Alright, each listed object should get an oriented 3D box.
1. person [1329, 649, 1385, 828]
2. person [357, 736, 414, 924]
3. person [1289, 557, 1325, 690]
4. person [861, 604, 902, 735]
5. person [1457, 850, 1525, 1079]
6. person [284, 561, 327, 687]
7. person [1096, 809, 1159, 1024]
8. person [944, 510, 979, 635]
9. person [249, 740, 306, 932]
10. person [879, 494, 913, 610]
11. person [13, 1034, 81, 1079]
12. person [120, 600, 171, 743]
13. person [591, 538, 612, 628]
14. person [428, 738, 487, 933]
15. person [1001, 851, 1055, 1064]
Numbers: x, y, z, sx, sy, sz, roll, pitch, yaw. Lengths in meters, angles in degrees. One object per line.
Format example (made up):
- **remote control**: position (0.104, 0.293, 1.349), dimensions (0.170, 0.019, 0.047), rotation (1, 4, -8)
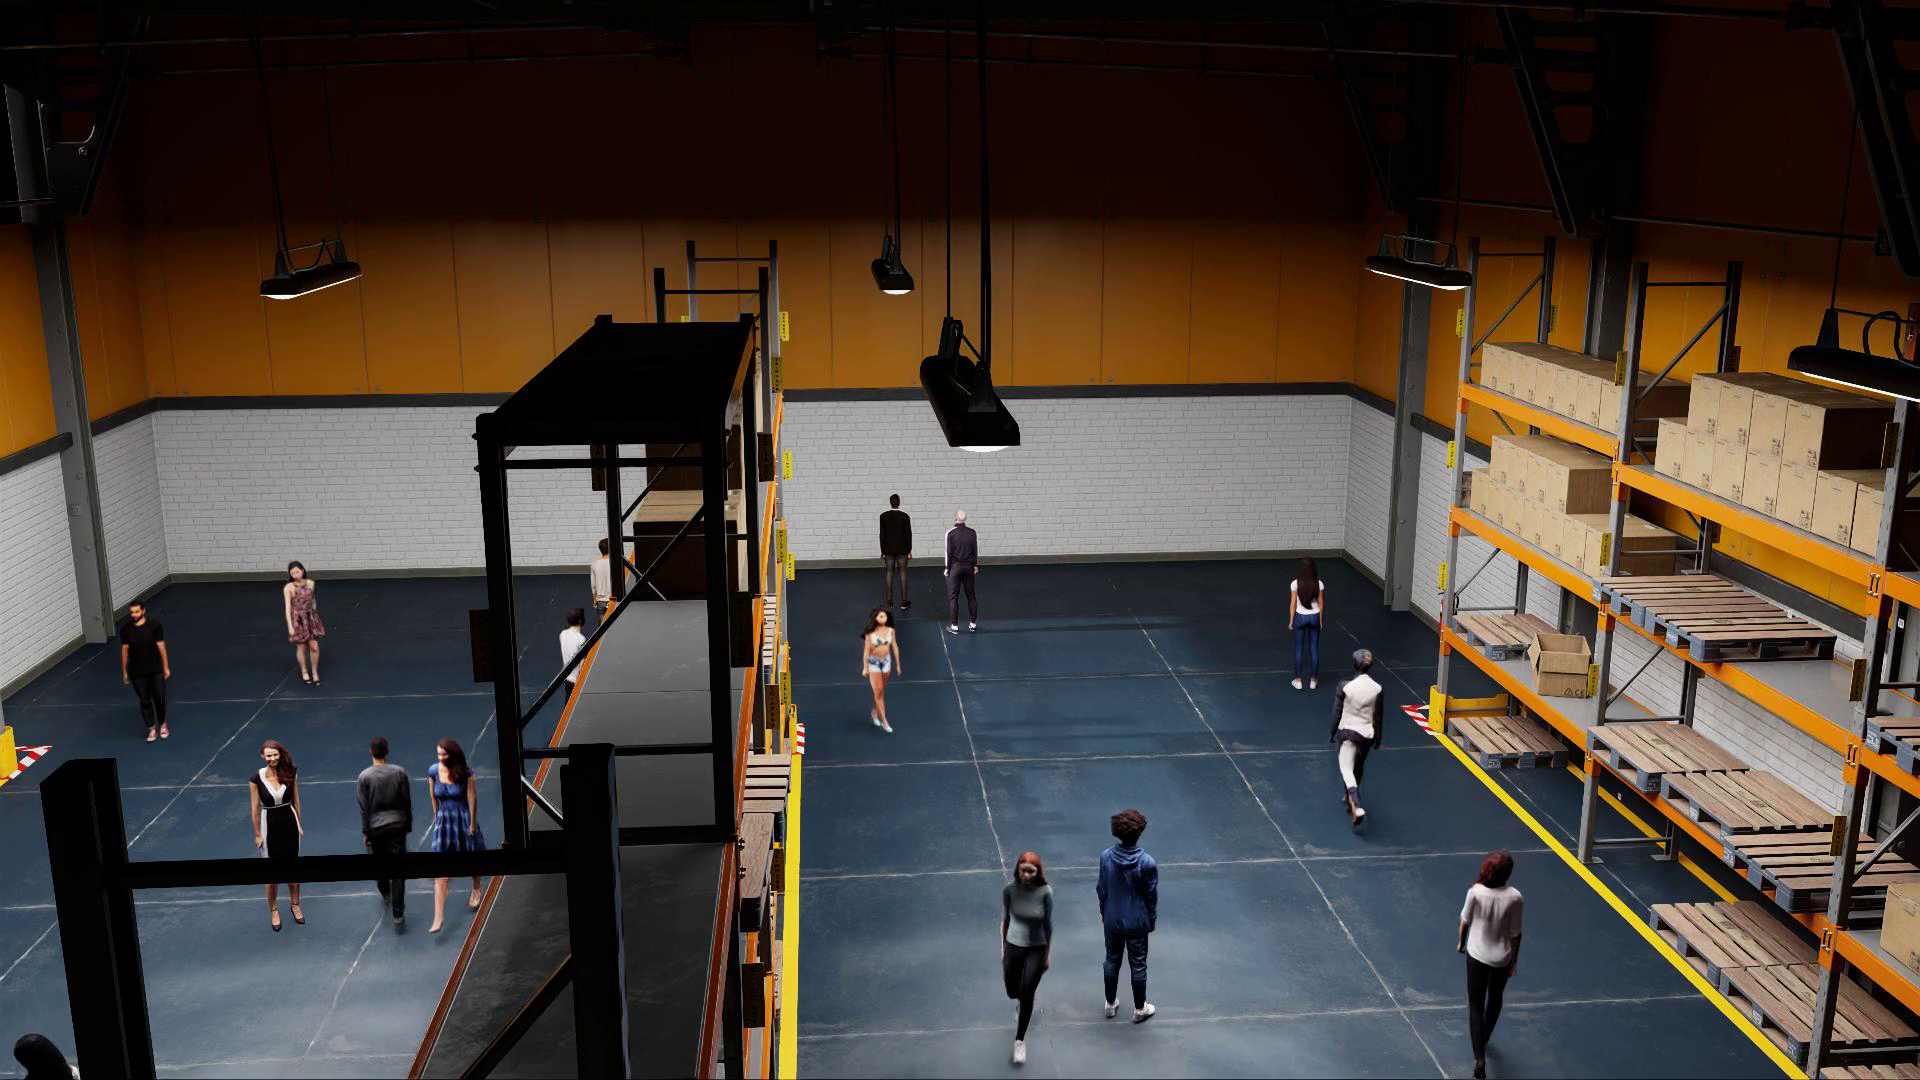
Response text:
- **person**: position (4.198, 2.106, 17.570), dimensions (0.711, 1.865, 1.158), rotation (-1, 14, -2)
- **person**: position (-5.285, 2.714, 15.381), dimensions (0.819, 1.715, 1.211), rotation (-5, 14, -20)
- **person**: position (4.578, 1.091, 21.957), dimensions (0.617, 1.774, 0.555), rotation (1, 14, 3)
- **person**: position (-1.021, 1.553, 20.427), dimensions (0.818, 1.596, 1.008), rotation (-8, 16, -29)
- **person**: position (4.084, 3.308, 12.843), dimensions (0.803, 1.755, 1.175), rotation (2, 14, 9)
- **person**: position (-8.675, 1.112, 21.952), dimensions (0.905, 1.735, 0.828), rotation (12, 18, 41)
- **person**: position (1.373, 3.083, 13.671), dimensions (0.755, 1.803, 0.744), rotation (6, 15, 23)
- **person**: position (0.017, 0.456, 24.451), dimensions (0.748, 1.834, 0.686), rotation (-5, 15, -21)
- **person**: position (-6.263, 2.694, 15.292), dimensions (0.647, 1.796, 0.653), rotation (-10, 17, -36)
- **person**: position (-0.986, 0.168, 25.714), dimensions (0.712, 1.799, 0.649), rotation (2, 14, 9)
- **person**: position (-5.569, 3.916, 10.372), dimensions (0.860, 1.736, 1.059), rotation (-5, 15, -21)
- **person**: position (-9.821, 1.550, 20.110), dimensions (0.706, 1.751, 0.657), rotation (-4, 14, -16)
- **person**: position (-4.821, 0.857, 22.834), dimensions (0.718, 1.816, 0.669), rotation (3, 14, 13)
- **person**: position (-4.631, 2.689, 15.423), dimensions (0.766, 1.744, 1.198), rotation (1, 14, 5)
- **person**: position (0.541, 3.241, 13.175), dimensions (0.707, 1.728, 0.925), rotation (3, 14, 11)
